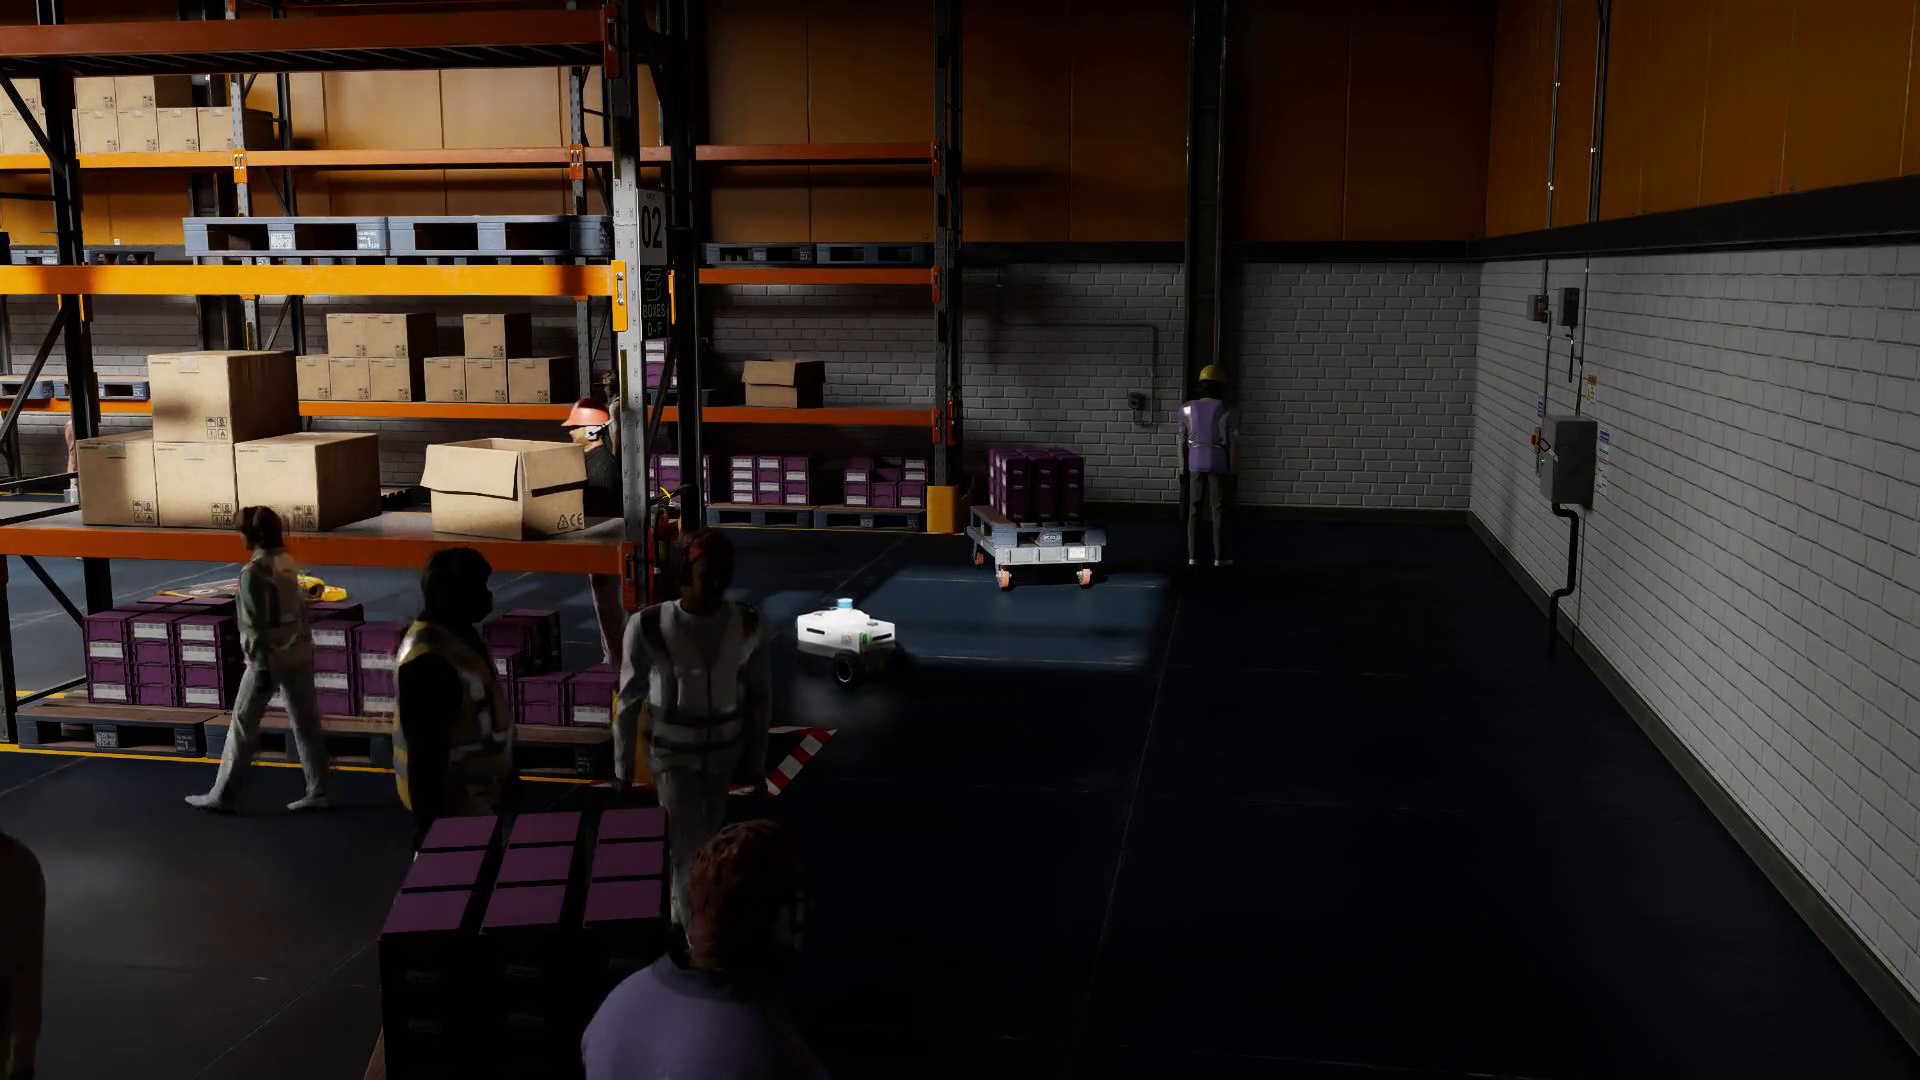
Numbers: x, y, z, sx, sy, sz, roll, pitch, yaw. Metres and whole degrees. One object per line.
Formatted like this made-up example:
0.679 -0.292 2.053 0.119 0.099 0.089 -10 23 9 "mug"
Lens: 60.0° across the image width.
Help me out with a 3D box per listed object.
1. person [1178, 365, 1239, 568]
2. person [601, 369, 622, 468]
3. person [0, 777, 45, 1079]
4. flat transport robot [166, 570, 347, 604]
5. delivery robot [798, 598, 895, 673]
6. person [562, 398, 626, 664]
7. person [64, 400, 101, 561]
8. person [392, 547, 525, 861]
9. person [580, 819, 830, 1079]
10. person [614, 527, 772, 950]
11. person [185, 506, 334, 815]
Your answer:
2.356 -0.691 15.750 0.584 1.918 0.381 4 10 23 "person"
-3.382 -0.777 16.529 0.345 1.840 0.504 1 9 6 "person"
-2.610 1.291 4.403 0.537 1.609 0.377 2 9 10 "person"
-5.878 0.461 13.696 0.652 0.197 1.431 7 11 36 "flat transport robot"
-0.784 0.644 11.392 0.707 0.478 0.477 8 12 41 "delivery robot"
-2.335 0.079 10.735 0.394 1.994 0.612 -2 9 -14 "person"
-8.488 -0.618 16.157 0.312 1.642 0.512 -1 9 -5 "person"
-1.723 0.921 6.123 0.919 1.802 0.628 -2 9 -10 "person"
-0.444 1.423 2.948 0.650 1.823 1.066 8 12 41 "person"
-1.049 0.850 6.490 0.580 1.841 0.922 -5 11 -29 "person"
-3.615 0.624 8.530 0.792 1.601 0.549 1 9 4 "person"
